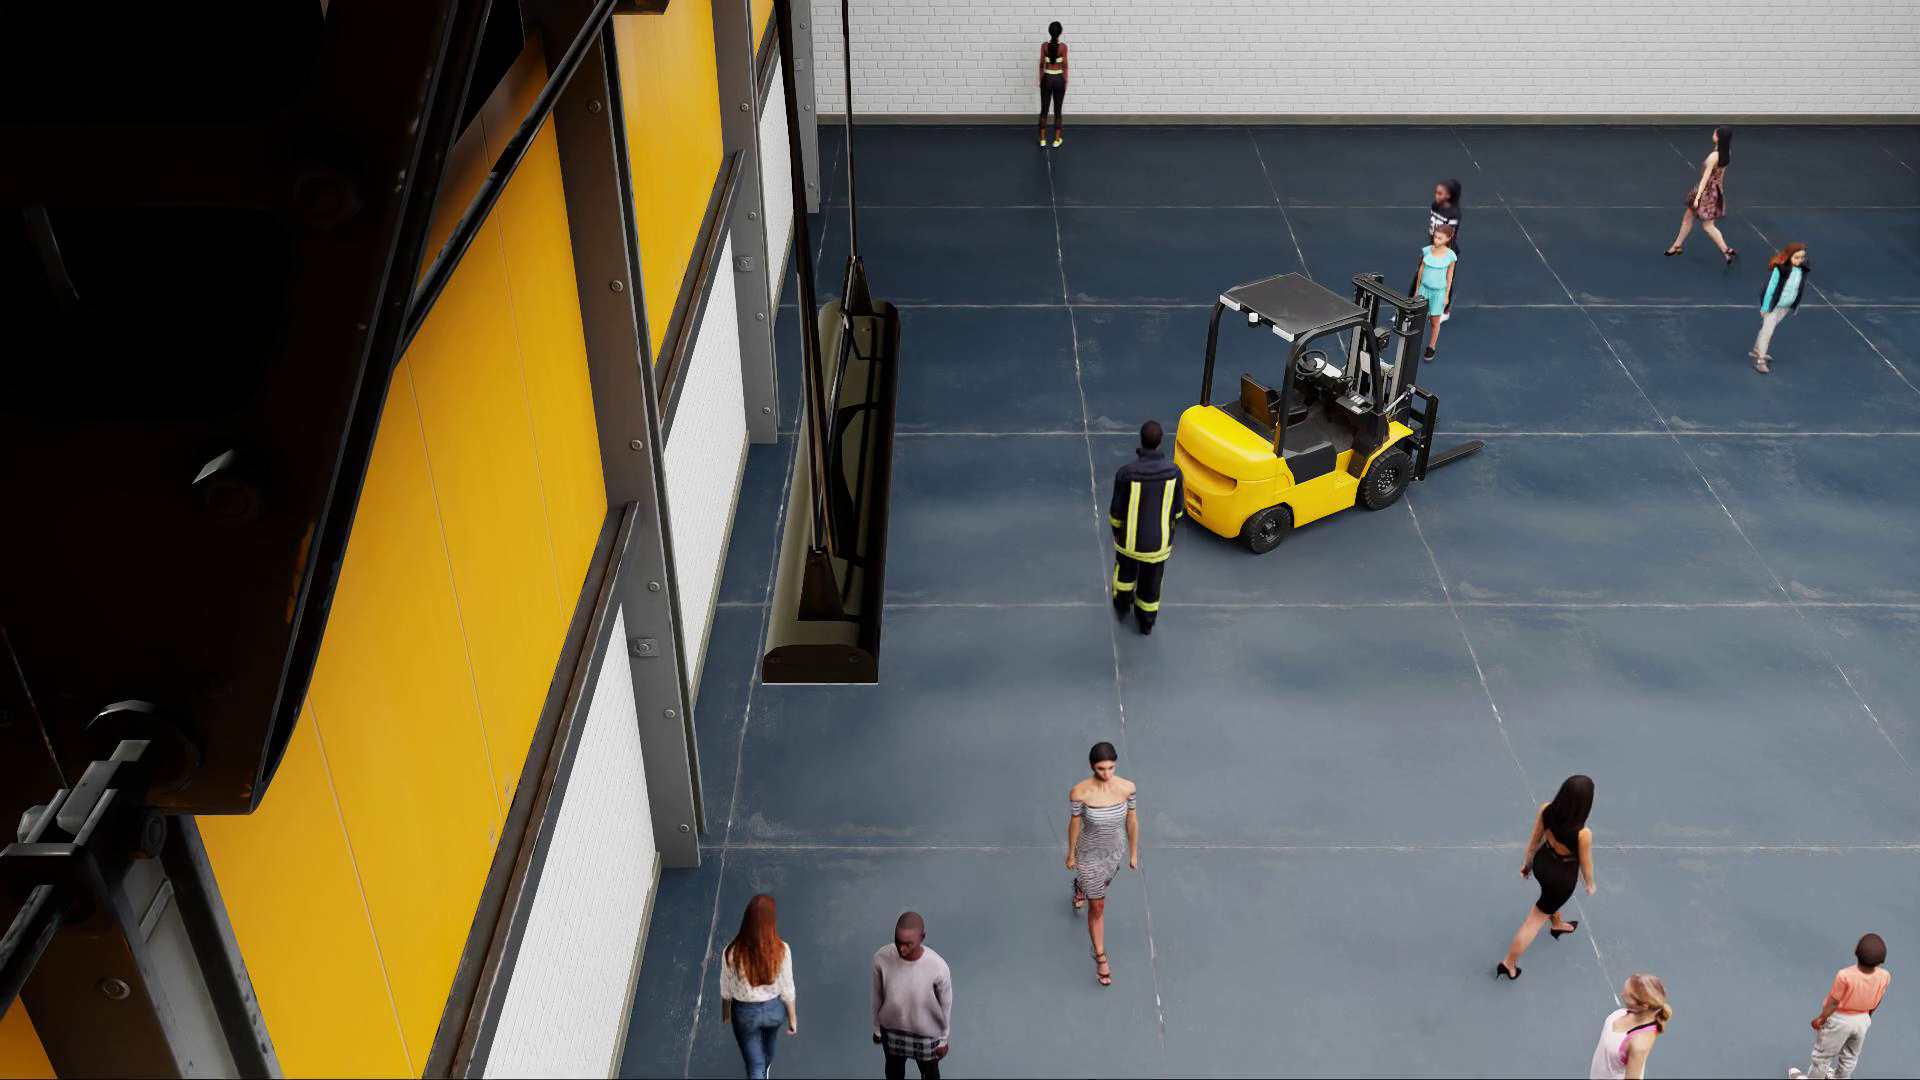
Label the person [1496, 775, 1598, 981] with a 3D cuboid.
[{"bbox_3d":[3.737,2.208,10.623,0.916,1.606,1.023,-16,37,-23],"label":"person"}]

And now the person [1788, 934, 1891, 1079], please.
[{"bbox_3d":[5.294,2.857,9.916,0.473,1.309,0.464,0,34,0],"label":"person"}]

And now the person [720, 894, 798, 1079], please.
[{"bbox_3d":[-1.144,2.813,9.637,0.726,1.690,1.129,-8,34,-11],"label":"person"}]

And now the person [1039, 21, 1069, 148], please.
[{"bbox_3d":[1.318,-6.440,23.502,0.593,1.753,0.560,6,34,9],"label":"person"}]

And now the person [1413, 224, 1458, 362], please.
[{"bbox_3d":[5.143,-2.709,18.065,0.636,1.558,0.675,22,39,29],"label":"person"}]

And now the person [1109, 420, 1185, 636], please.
[{"bbox_3d":[1.543,-0.052,13.752,0.791,1.907,0.771,0,34,0],"label":"person"}]

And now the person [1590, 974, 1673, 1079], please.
[{"bbox_3d":[3.651,3.038,9.211,0.730,1.788,0.582,12,36,18],"label":"person"}]

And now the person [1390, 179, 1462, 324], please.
[{"bbox_3d":[5.473,-3.219,18.701,0.966,1.704,1.029,-17,37,-24],"label":"person"}]

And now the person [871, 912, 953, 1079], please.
[{"bbox_3d":[-0.272,2.795,9.592,0.664,1.771,0.597,8,34,11],"label":"person"}]

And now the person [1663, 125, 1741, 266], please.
[{"bbox_3d":[9.037,-4.076,19.953,1.109,1.744,1.176,-29,43,-36],"label":"person"}]

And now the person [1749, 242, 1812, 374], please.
[{"bbox_3d":[8.802,-2.567,17.930,0.669,1.471,0.794,-11,35,-16],"label":"person"}]

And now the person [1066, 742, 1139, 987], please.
[{"bbox_3d":[0.892,1.987,10.795,0.780,1.785,1.116,-8,34,-12],"label":"person"}]
